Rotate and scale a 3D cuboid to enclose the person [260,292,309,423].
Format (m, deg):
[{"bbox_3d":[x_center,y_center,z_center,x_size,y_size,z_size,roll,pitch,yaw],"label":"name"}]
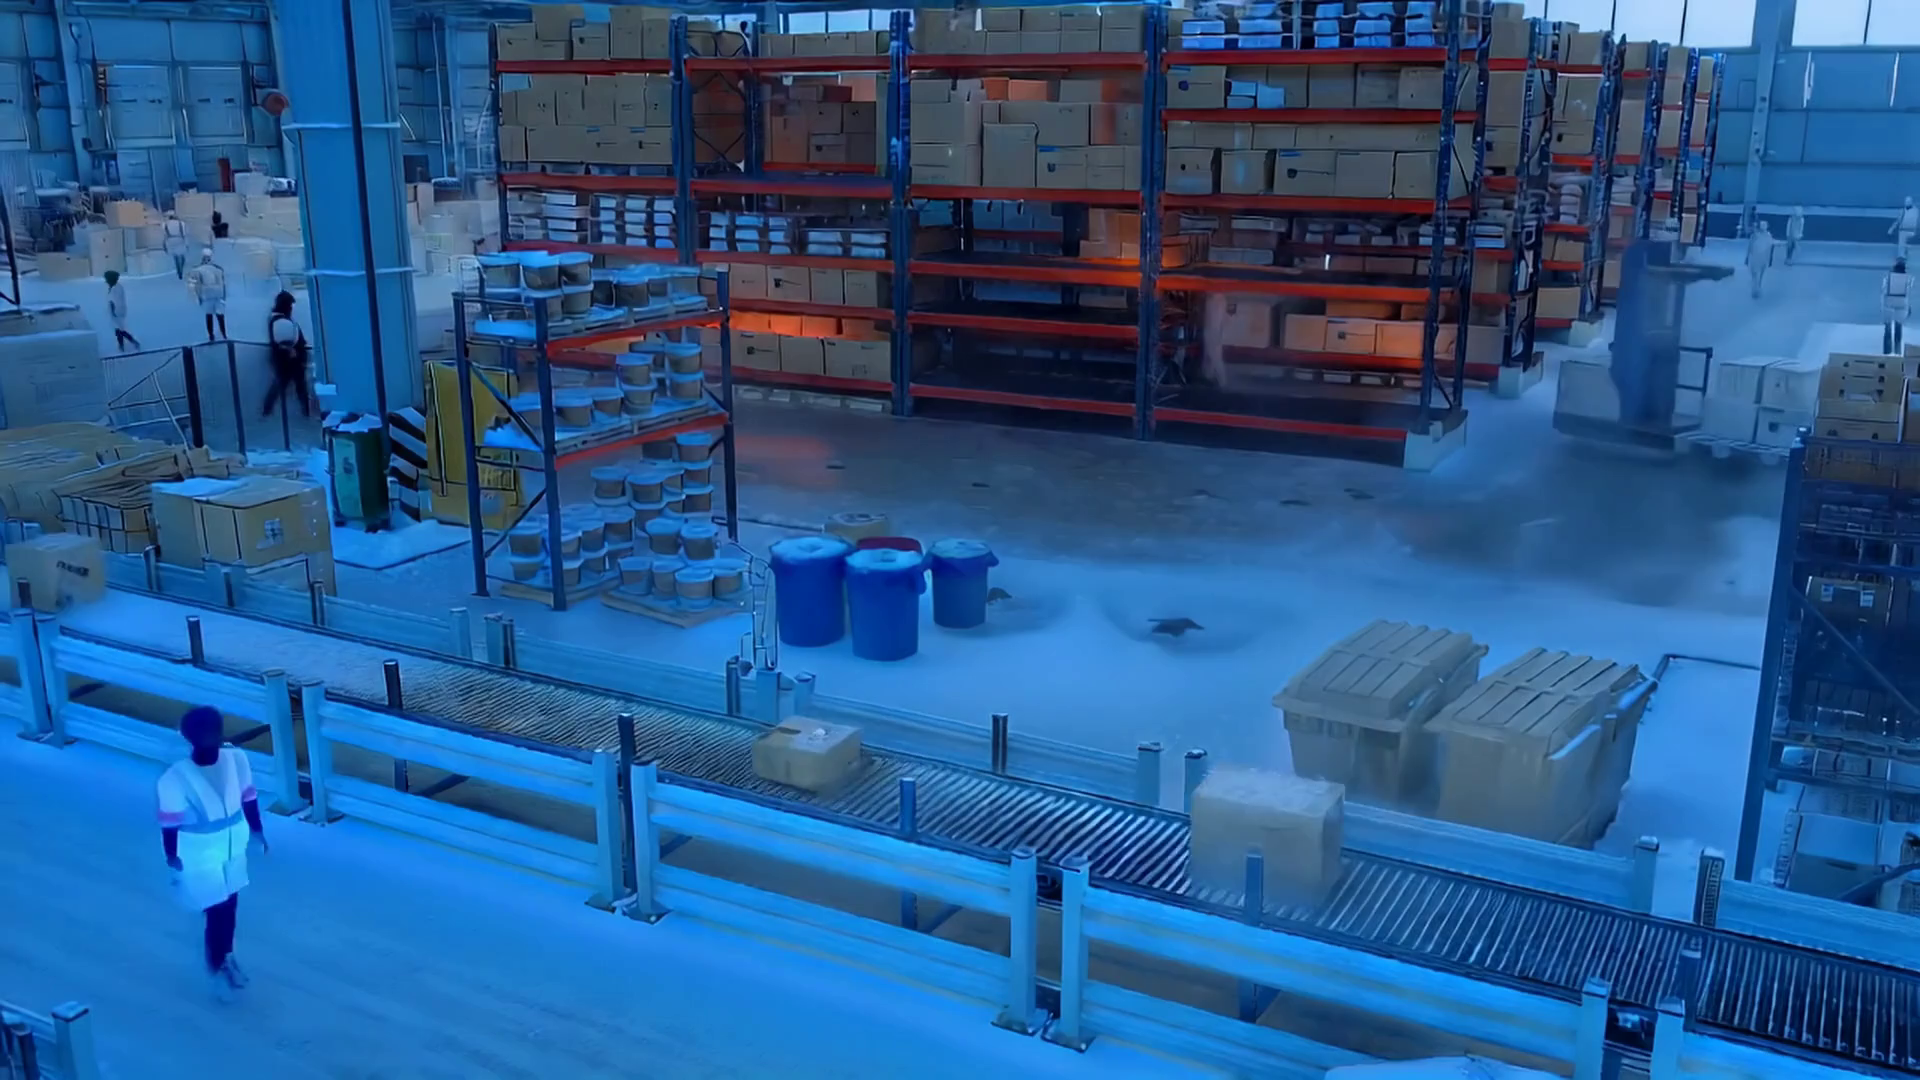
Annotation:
[{"bbox_3d":[-10.183,-2.791,25.199,1.018,2.000,0.679,-12,19,-39],"label":"person"}]

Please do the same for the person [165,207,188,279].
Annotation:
[{"bbox_3d":[-21.337,-8.091,45.365,0.552,1.923,0.395,-3,15,-12],"label":"person"}]

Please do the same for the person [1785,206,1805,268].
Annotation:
[{"bbox_3d":[24.220,-8.775,48.170,0.767,1.809,0.433,-11,19,-36],"label":"person"}]

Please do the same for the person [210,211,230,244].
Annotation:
[{"bbox_3d":[-19.505,-7.714,43.941,0.392,1.920,0.587,7,16,23],"label":"person"}]

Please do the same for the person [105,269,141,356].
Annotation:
[{"bbox_3d":[-15.928,-4.293,31.519,0.416,1.685,0.550,-2,15,-7],"label":"person"}]

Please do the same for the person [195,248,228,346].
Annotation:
[{"bbox_3d":[-14.874,-4.839,33.098,0.552,1.934,0.373,-6,16,-20],"label":"person"}]

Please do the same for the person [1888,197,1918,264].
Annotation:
[{"bbox_3d":[28.020,-9.172,49.341,0.818,1.946,0.684,-4,15,-14],"label":"person"}]

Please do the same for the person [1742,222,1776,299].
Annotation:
[{"bbox_3d":[19.648,-6.874,40.921,0.644,1.856,1.014,1,15,2],"label":"person"}]

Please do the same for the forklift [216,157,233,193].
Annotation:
[{"bbox_3d":[-25.124,-11.701,57.087,1.873,2.768,1.129,-6,16,-21],"label":"forklift"}]

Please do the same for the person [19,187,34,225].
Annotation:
[{"bbox_3d":[-34.833,-12.393,62.137,0.541,1.587,0.849,6,16,20],"label":"person"}]

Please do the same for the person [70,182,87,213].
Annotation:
[{"bbox_3d":[-31.422,-11.780,59.271,0.676,1.895,0.451,10,18,33],"label":"person"}]

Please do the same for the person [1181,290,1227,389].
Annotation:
[{"bbox_3d":[4.126,-3.485,28.139,0.952,1.860,0.679,6,16,21],"label":"person"}]

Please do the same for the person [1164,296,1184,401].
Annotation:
[{"bbox_3d":[3.475,-3.111,27.060,0.322,1.697,0.535,-2,15,-8],"label":"person"}]

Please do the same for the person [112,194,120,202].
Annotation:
[{"bbox_3d":[-26.187,-9.852,52.027,0.683,1.894,0.466,1,15,6],"label":"person"}]

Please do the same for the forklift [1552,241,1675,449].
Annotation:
[{"bbox_3d":[9.712,-2.869,23.886,1.129,2.768,1.873,-13,19,-39],"label":"forklift"}]

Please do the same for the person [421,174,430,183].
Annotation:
[{"bbox_3d":[-21.162,-13.566,66.015,0.346,1.881,0.595,7,16,25],"label":"person"}]

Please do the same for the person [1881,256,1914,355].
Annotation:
[{"bbox_3d":[17.896,-4.475,31.822,0.544,1.884,0.974,9,17,29],"label":"person"}]

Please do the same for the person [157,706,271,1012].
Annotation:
[{"bbox_3d":[-3.987,1.704,9.000,0.572,1.678,0.549,8,17,29],"label":"person"}]

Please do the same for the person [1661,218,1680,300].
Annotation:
[{"bbox_3d":[17.308,-6.906,40.768,0.629,1.997,0.865,-9,17,-31],"label":"person"}]

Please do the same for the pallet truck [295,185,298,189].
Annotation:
[{"bbox_3d":[-26.804,-14.617,69.738,1.885,1.965,0.823,-14,20,-42],"label":"pallet truck"}]
